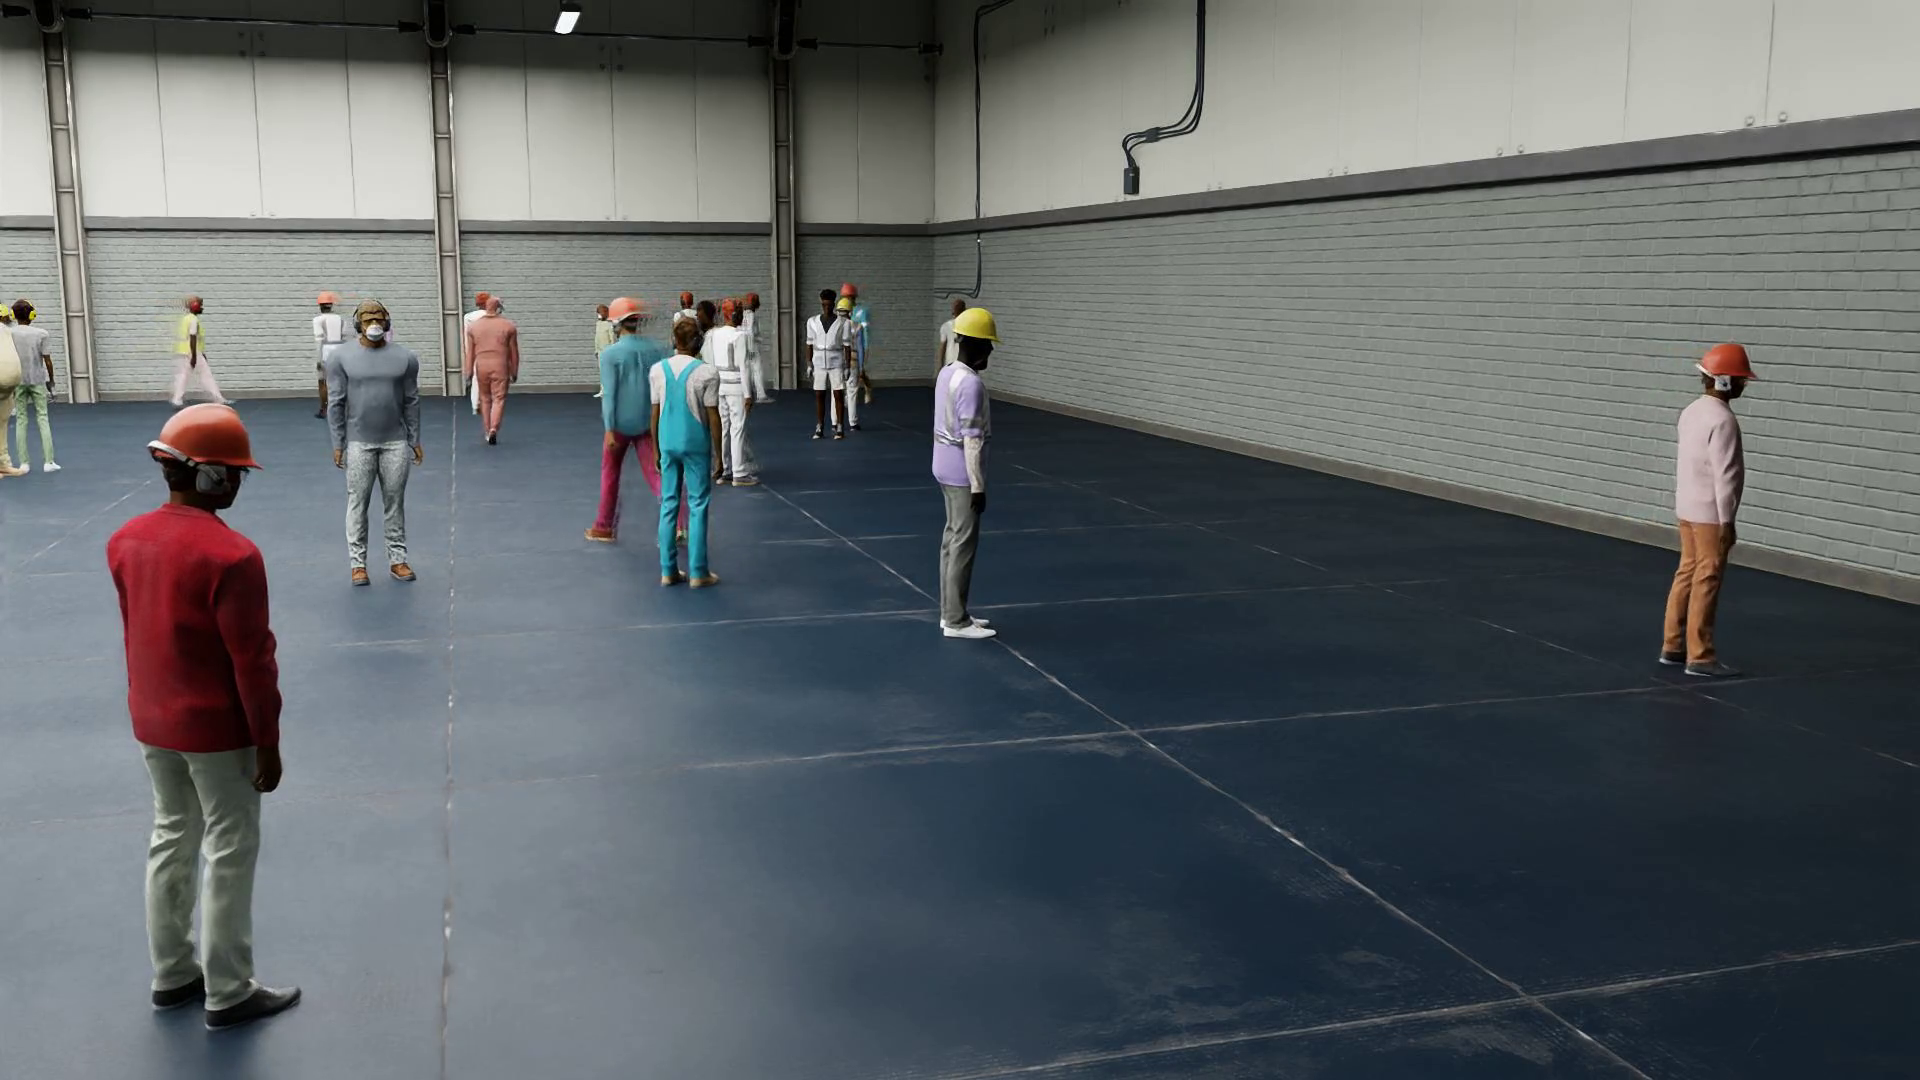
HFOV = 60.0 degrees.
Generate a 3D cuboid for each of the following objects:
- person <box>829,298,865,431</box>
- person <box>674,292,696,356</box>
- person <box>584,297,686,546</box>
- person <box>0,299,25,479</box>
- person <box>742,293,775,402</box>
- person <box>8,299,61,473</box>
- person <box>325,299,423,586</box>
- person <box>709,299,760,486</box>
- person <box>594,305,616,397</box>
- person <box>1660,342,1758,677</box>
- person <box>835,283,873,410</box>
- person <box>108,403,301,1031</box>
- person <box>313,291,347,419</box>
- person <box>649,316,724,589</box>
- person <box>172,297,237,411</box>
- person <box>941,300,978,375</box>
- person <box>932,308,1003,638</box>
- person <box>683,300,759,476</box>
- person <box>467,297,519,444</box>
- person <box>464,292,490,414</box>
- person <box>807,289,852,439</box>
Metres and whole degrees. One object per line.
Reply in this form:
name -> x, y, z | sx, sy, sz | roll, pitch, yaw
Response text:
person -> -1.569, -2.403, 22.846 | 0.586, 1.824, 0.404 | 4, 10, 21
person -> -4.337, -3.015, 26.550 | 0.356, 1.883, 0.574 | 7, 11, 39
person -> -2.531, -0.916, 12.983 | 1.018, 1.949, 0.633 | 8, 12, 41
person -> -10.076, -1.652, 17.349 | 0.536, 2.000, 0.672 | 1, 9, 5
person -> -3.574, -3.233, 28.027 | 0.787, 1.863, 0.588 | -2, 9, -13
person -> -10.029, -1.654, 17.907 | 0.521, 1.870, 0.319 | -3, 9, -18
person -> -3.990, -0.667, 11.384 | 0.627, 1.941, 0.371 | -6, 11, -33
person -> -2.290, -1.488, 16.803 | 0.355, 1.883, 0.575 | -9, 12, -44
person -> -6.246, -3.315, 29.249 | 0.498, 1.633, 0.284 | 8, 12, 40
person -> 3.967, -0.162, 8.764 | 0.342, 1.751, 0.573 | 1, 9, 4
person -> -1.693, -3.105, 26.678 | 0.611, 2.028, 0.720 | 4, 10, 25
person -> -2.086, 0.490, 4.644 | 0.575, 1.739, 0.353 | 5, 10, 28
person -> -9.276, -2.723, 24.607 | 0.848, 1.911, 0.555 | 6, 11, 33
person -> -1.834, -0.582, 11.190 | 0.513, 1.836, 0.355 | 2, 9, 16
person -> -12.093, -2.950, 26.402 | 0.963, 1.791, 0.590 | -6, 11, -35
person -> -0.016, -2.428, 23.121 | 0.509, 1.801, 0.947 | 2, 9, 13
person -> 0.046, -0.379, 9.645 | 0.400, 1.914, 0.589 | -2, 9, -13
person -> -2.605, -1.590, 17.546 | 1.012, 1.866, 0.595 | -5, 10, -27
person -> -5.947, -2.158, 21.167 | 0.664, 1.866, 0.870 | 0, 9, -2
person -> -7.333, -2.864, 25.610 | 0.587, 1.878, 0.349 | 0, 9, 0
person -> -1.702, -2.284, 21.650 | 0.603, 1.958, 0.375 | 1, 9, 9
